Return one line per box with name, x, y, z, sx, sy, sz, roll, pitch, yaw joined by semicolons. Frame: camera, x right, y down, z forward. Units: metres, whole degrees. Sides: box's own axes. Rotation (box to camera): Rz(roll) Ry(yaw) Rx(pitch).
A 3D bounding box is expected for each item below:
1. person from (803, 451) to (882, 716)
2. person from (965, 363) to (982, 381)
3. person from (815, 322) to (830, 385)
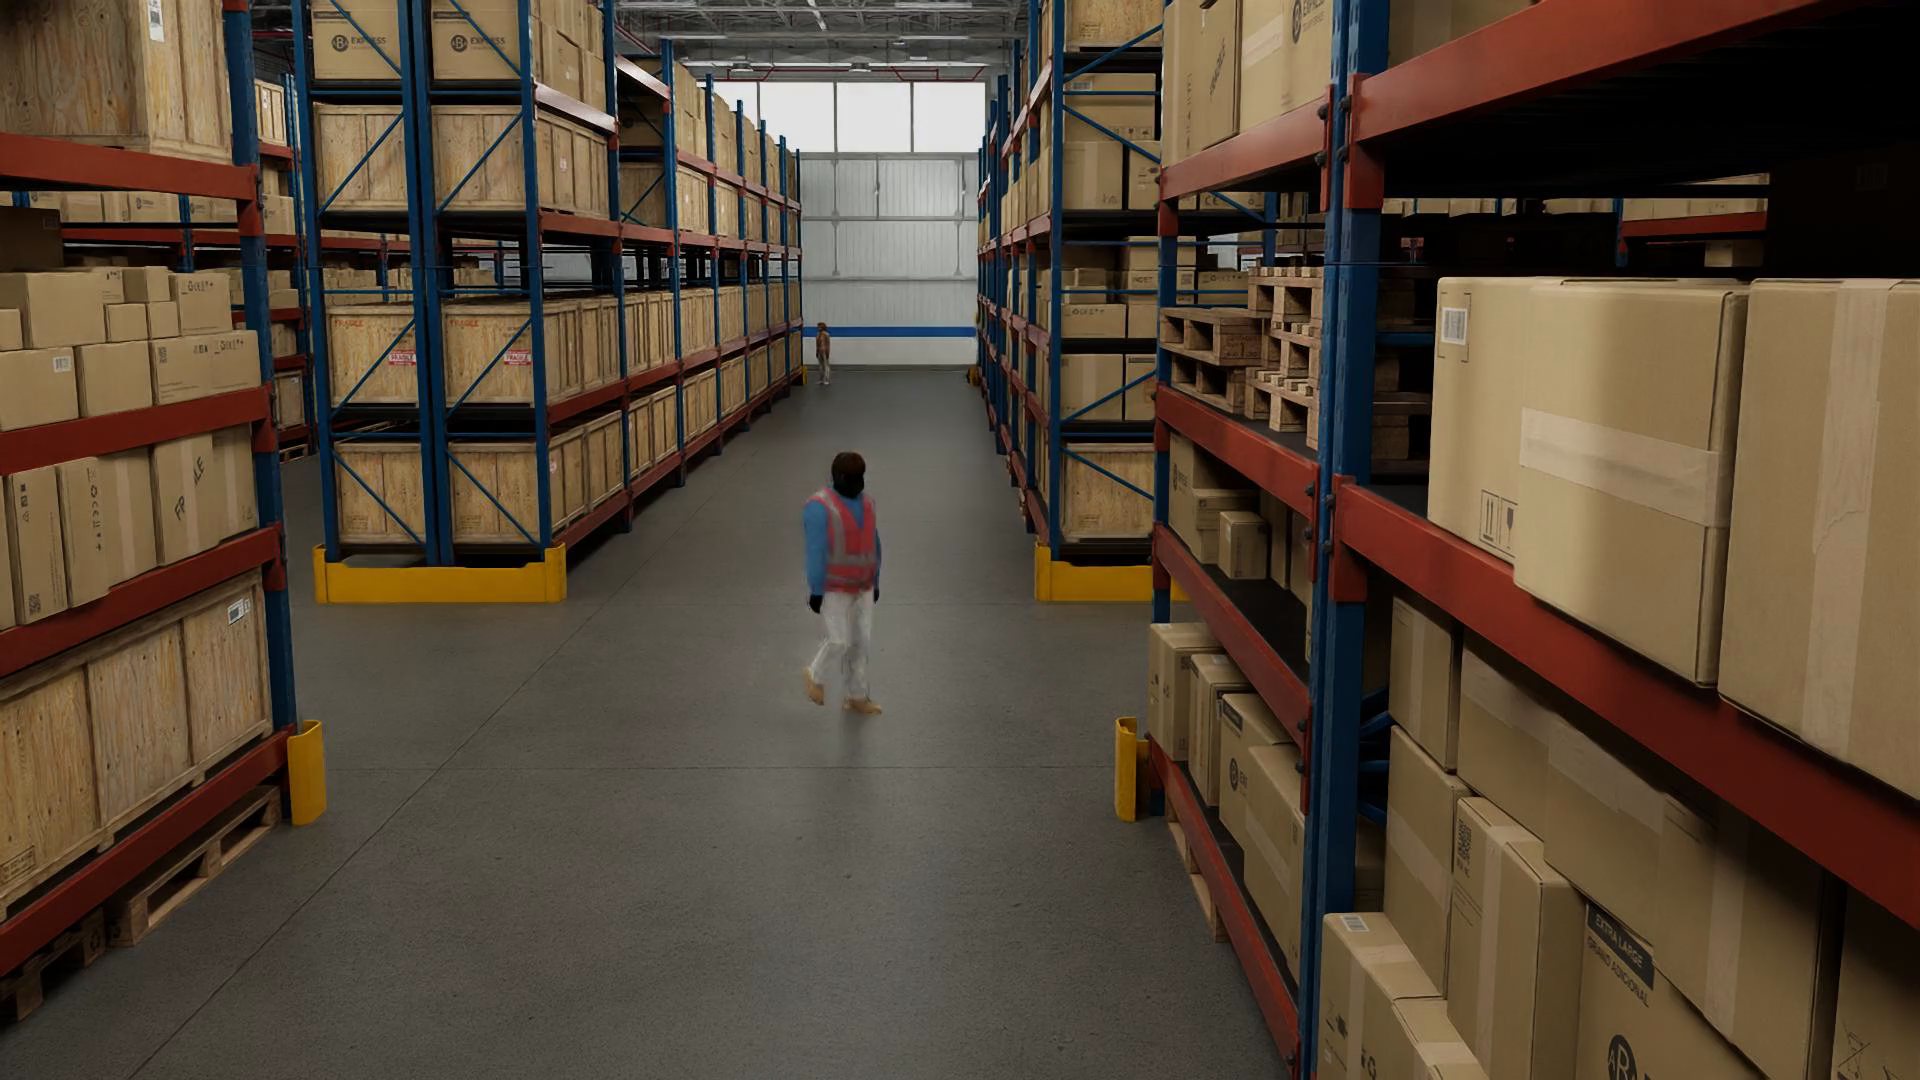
person;-0.788;0.300;11.249;0.505;1.823;0.681;8;12;40
person;0.573;-5.117;44.228;0.831;1.913;0.554;0;9;1
person;-3.587;-4.882;43.592;0.314;1.636;0.517;-8;12;-40
